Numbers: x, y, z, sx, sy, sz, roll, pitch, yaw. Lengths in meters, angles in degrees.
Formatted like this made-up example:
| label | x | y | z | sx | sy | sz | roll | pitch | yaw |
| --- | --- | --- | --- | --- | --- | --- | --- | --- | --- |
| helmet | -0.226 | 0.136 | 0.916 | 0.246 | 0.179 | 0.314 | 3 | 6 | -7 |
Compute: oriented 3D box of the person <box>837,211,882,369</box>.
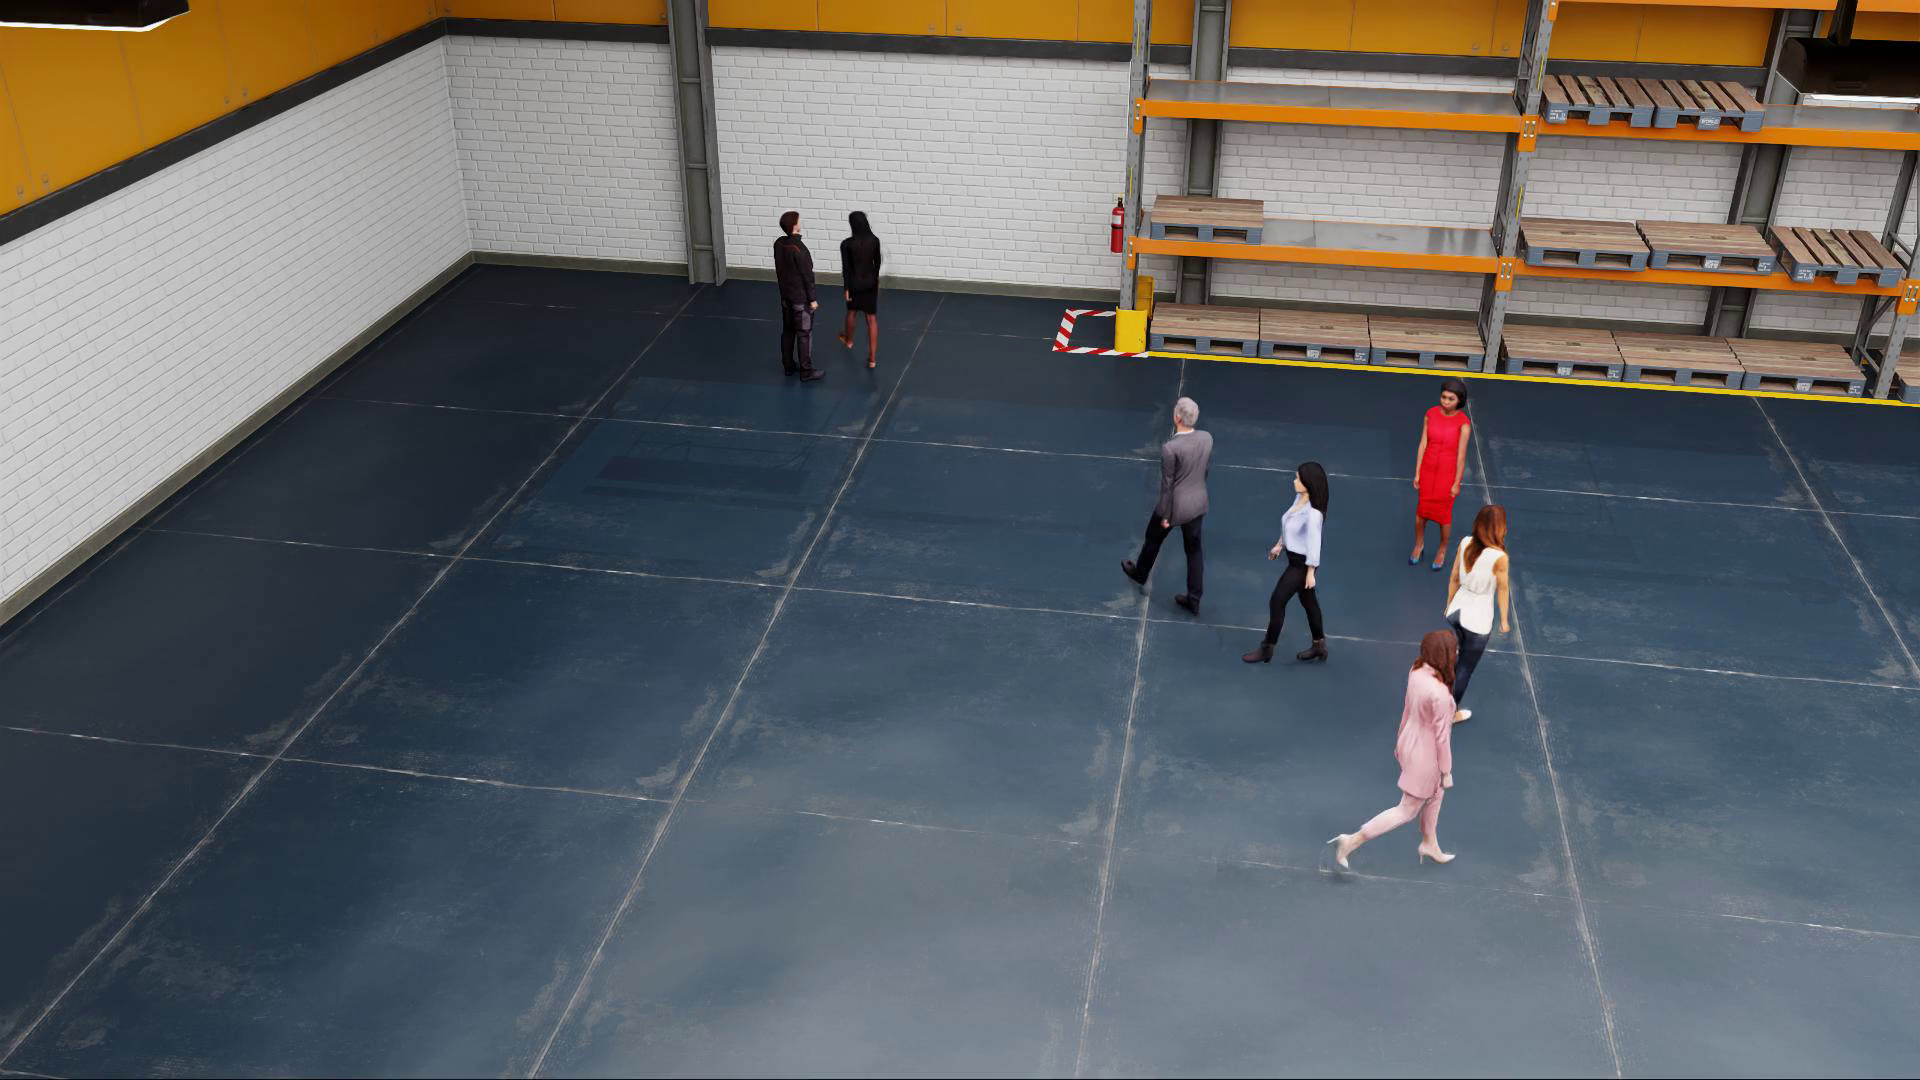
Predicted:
| label | x | y | z | sx | sy | sz | roll | pitch | yaw |
| --- | --- | --- | --- | --- | --- | --- | --- | --- | --- |
| person | -1.027 | -2.685 | 17.975 | 1.104 | 1.688 | 1.033 | -9 | 30 | -15 |

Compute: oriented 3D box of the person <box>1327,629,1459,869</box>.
| label | x | y | z | sx | sy | sz | roll | pitch | yaw |
| --- | --- | --- | --- | --- | --- | --- | --- | --- | --- |
| person | 2.811 | 1.386 | 10.424 | 1.174 | 1.772 | 0.794 | -2 | 29 | -4 |

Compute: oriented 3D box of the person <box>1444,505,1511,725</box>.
| label | x | y | z | sx | sy | sz | roll | pitch | yaw |
| --- | --- | --- | --- | --- | --- | --- | --- | --- | --- |
| person | 3.587 | 0.584 | 11.894 | 0.757 | 1.774 | 0.710 | -14 | 31 | -23 |

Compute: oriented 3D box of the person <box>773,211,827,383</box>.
| label | x | y | z | sx | sy | sz | roll | pitch | yaw |
| --- | --- | --- | --- | --- | --- | --- | --- | --- | --- |
| person | -1.742 | -2.594 | 17.652 | 0.740 | 1.837 | 0.856 | 25 | 38 | 38 |

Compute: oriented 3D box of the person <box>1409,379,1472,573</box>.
| label | x | y | z | sx | sy | sz | roll | pitch | yaw |
| --- | --- | --- | --- | --- | --- | --- | --- | --- | --- |
| person | 4.043 | -0.555 | 14.017 | 0.600 | 1.740 | 0.700 | 22 | 35 | 34 |

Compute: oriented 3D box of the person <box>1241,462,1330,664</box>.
| label | x | y | z | sx | sy | sz | roll | pitch | yaw |
| --- | --- | --- | --- | --- | --- | --- | --- | --- | --- |
| person | 2.694 | 0.205 | 12.646 | 0.940 | 1.719 | 0.723 | 2 | 29 | 5 |

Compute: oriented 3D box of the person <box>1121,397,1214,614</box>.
| label | x | y | z | sx | sy | sz | roll | pitch | yaw |
| --- | --- | --- | --- | --- | --- | --- | --- | --- | --- |
| person | 1.834 | -0.241 | 13.373 | 1.185 | 1.806 | 1.231 | -17 | 33 | -29 |
